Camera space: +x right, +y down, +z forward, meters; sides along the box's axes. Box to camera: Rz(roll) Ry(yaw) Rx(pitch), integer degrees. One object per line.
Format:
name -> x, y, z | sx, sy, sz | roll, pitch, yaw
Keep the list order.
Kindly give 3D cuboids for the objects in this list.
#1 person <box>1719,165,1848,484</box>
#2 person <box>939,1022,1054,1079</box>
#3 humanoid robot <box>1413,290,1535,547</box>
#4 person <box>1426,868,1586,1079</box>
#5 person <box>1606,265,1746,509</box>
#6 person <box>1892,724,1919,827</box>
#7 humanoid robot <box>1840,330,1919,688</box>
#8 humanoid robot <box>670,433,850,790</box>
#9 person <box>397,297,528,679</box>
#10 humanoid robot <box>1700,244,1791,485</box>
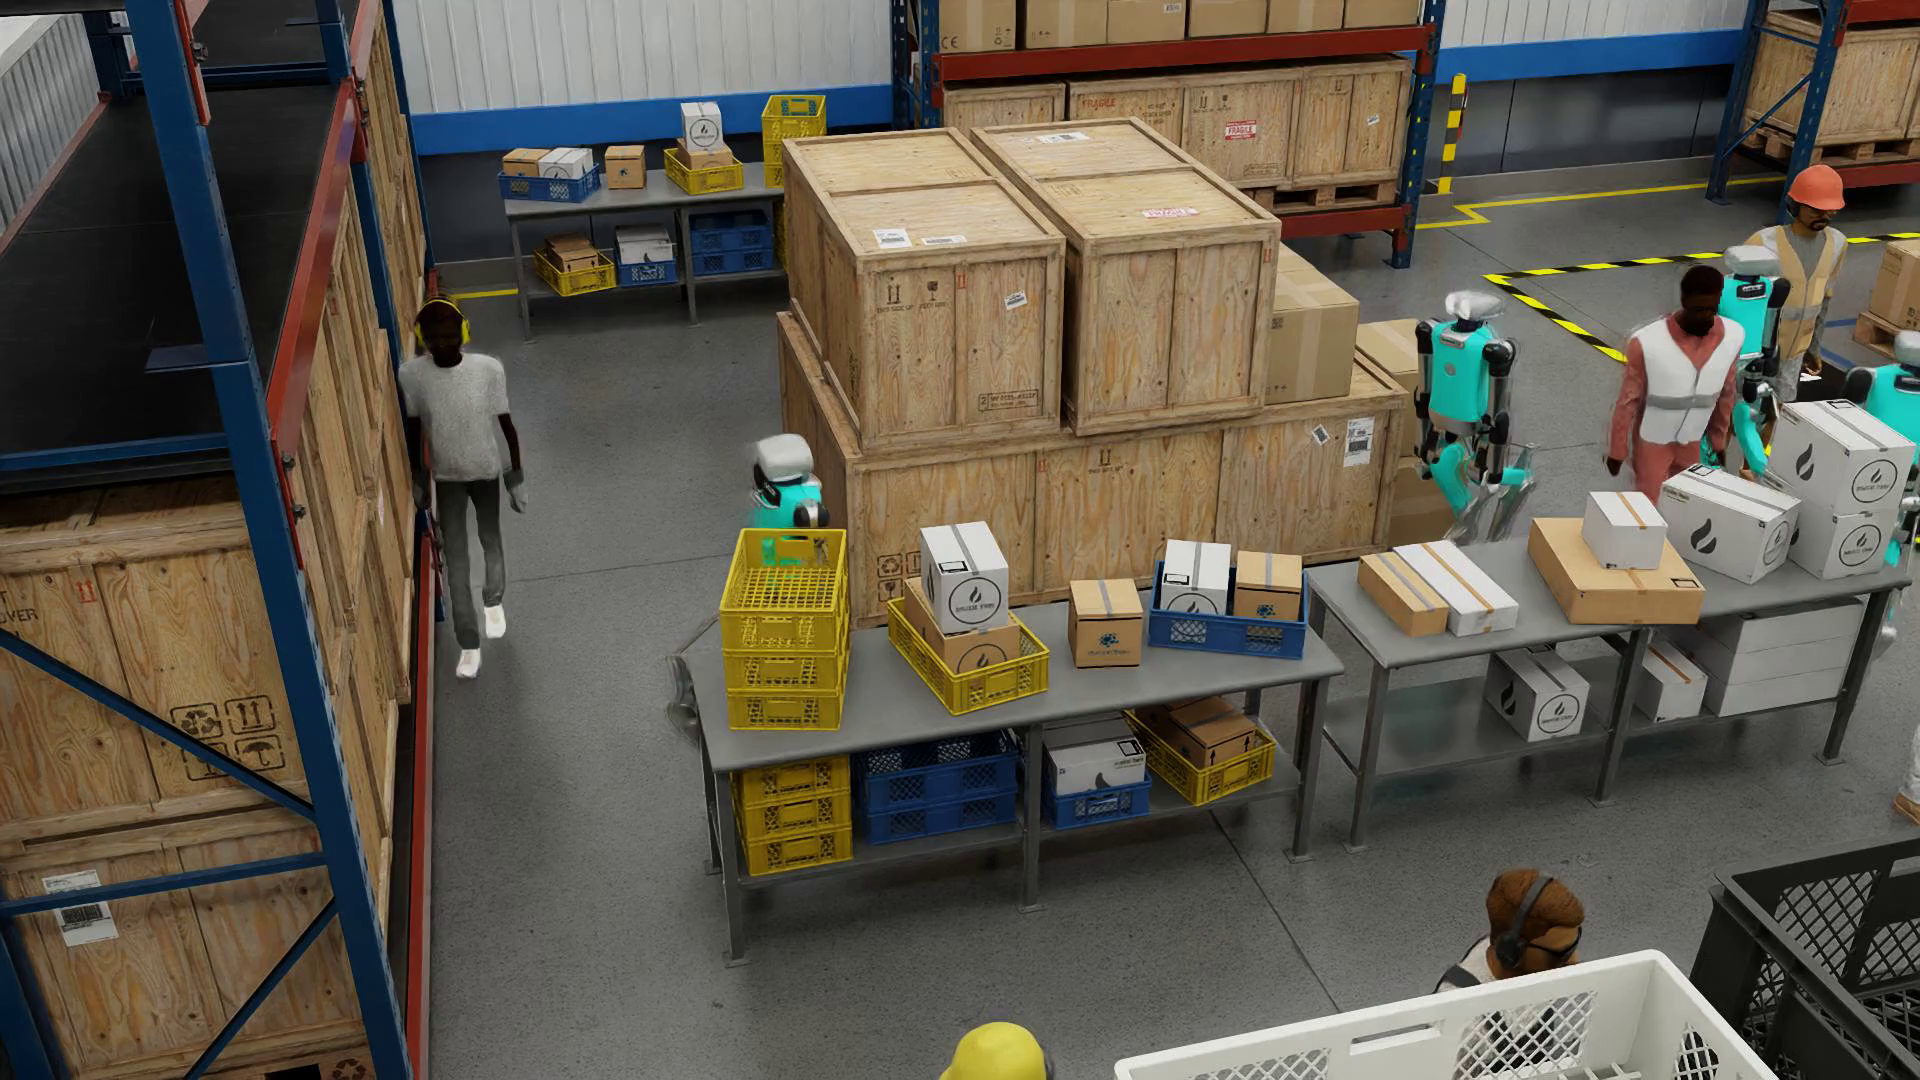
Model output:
person -> 4.534, -1.075, 9.231 | 0.604, 2.045, 0.375 | -6, 29, -10
person -> 0.081, 1.876, 4.154 | 0.307, 1.772, 0.524 | -18, 34, -29
humanoid robot -> 2.633, -0.468, 8.469 | 1.044, 1.749, 0.559 | -21, 35, -33
person -> 1.392, 1.633, 4.526 | 0.346, 1.842, 0.503 | 25, 38, 38
person -> 3.546, -0.544, 8.425 | 0.623, 1.888, 0.684 | -6, 29, -11
person -> 4.283, 0.373, 6.823 | 0.629, 1.835, 0.429 | -16, 32, -26
humanoid robot -> 4.228, -0.022, 7.664 | 0.555, 1.813, 0.655 | 6, 29, 11
humanoid robot -> -0.842, 0.419, 6.816 | 0.946, 1.746, 0.547 | -14, 32, -24
person -> -2.349, -0.237, 7.914 | 0.548, 1.839, 0.859 | -7, 30, -12
humanoid robot -> 4.100, -0.553, 8.691 | 0.555, 1.867, 0.747 | -7, 30, -13
